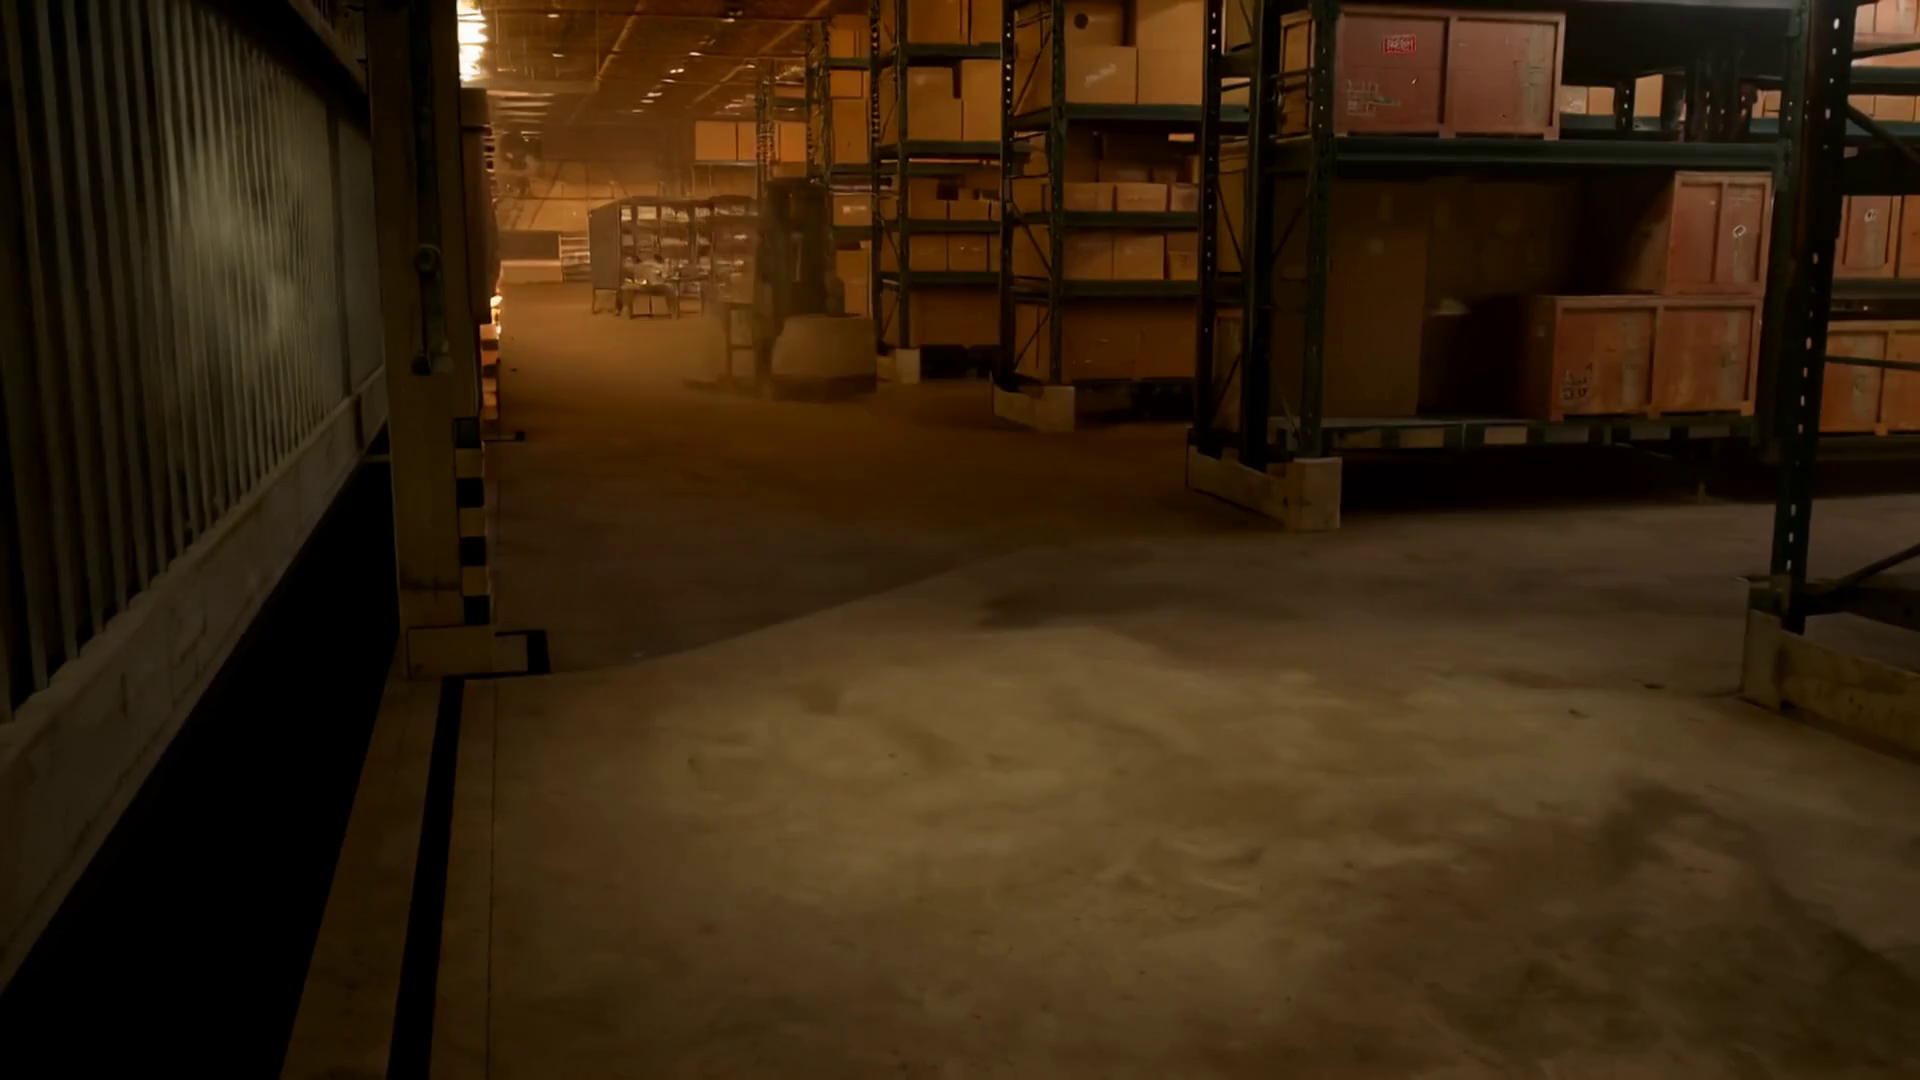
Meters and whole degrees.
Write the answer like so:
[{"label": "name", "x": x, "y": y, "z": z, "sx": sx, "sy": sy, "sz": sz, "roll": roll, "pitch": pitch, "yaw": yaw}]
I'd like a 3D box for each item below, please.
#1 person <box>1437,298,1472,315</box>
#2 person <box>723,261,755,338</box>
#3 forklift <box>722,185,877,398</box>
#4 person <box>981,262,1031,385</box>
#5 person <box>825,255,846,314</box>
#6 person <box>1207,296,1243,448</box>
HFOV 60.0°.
[{"label": "person", "x": 4.738, "y": -1.729, "z": 16.284, "sx": 0.844, "sy": 1.796, "sz": 0.601, "roll": -1, "pitch": 10, "yaw": -6}, {"label": "person", "x": -4.925, "y": -5.299, "z": 36.724, "sx": 0.892, "sy": 1.687, "sz": 0.581, "roll": 8, "pitch": 13, "yaw": 38}, {"label": "forklift", "x": -2.157, "y": -3.375, "z": 22.487, "sx": 1.873, "sy": 2.768, "sz": 1.129, "roll": 6, "pitch": 12, "yaw": 30}, {"label": "person", "x": 0.755, "y": -3.113, "z": 24.096, "sx": 0.968, "sy": 1.789, "sz": 0.658, "roll": -3, "pitch": 10, "yaw": -15}, {"label": "person", "x": -2.117, "y": -3.523, "z": 26.125, "sx": 0.665, "sy": 1.892, "sz": 0.478, "roll": -3, "pitch": 10, "yaw": -17}, {"label": "person", "x": 2.691, "y": -1.757, "z": 16.635, "sx": 0.478, "sy": 1.714, "sz": 0.596, "roll": -7, "pitch": 12, "yaw": -33}]
